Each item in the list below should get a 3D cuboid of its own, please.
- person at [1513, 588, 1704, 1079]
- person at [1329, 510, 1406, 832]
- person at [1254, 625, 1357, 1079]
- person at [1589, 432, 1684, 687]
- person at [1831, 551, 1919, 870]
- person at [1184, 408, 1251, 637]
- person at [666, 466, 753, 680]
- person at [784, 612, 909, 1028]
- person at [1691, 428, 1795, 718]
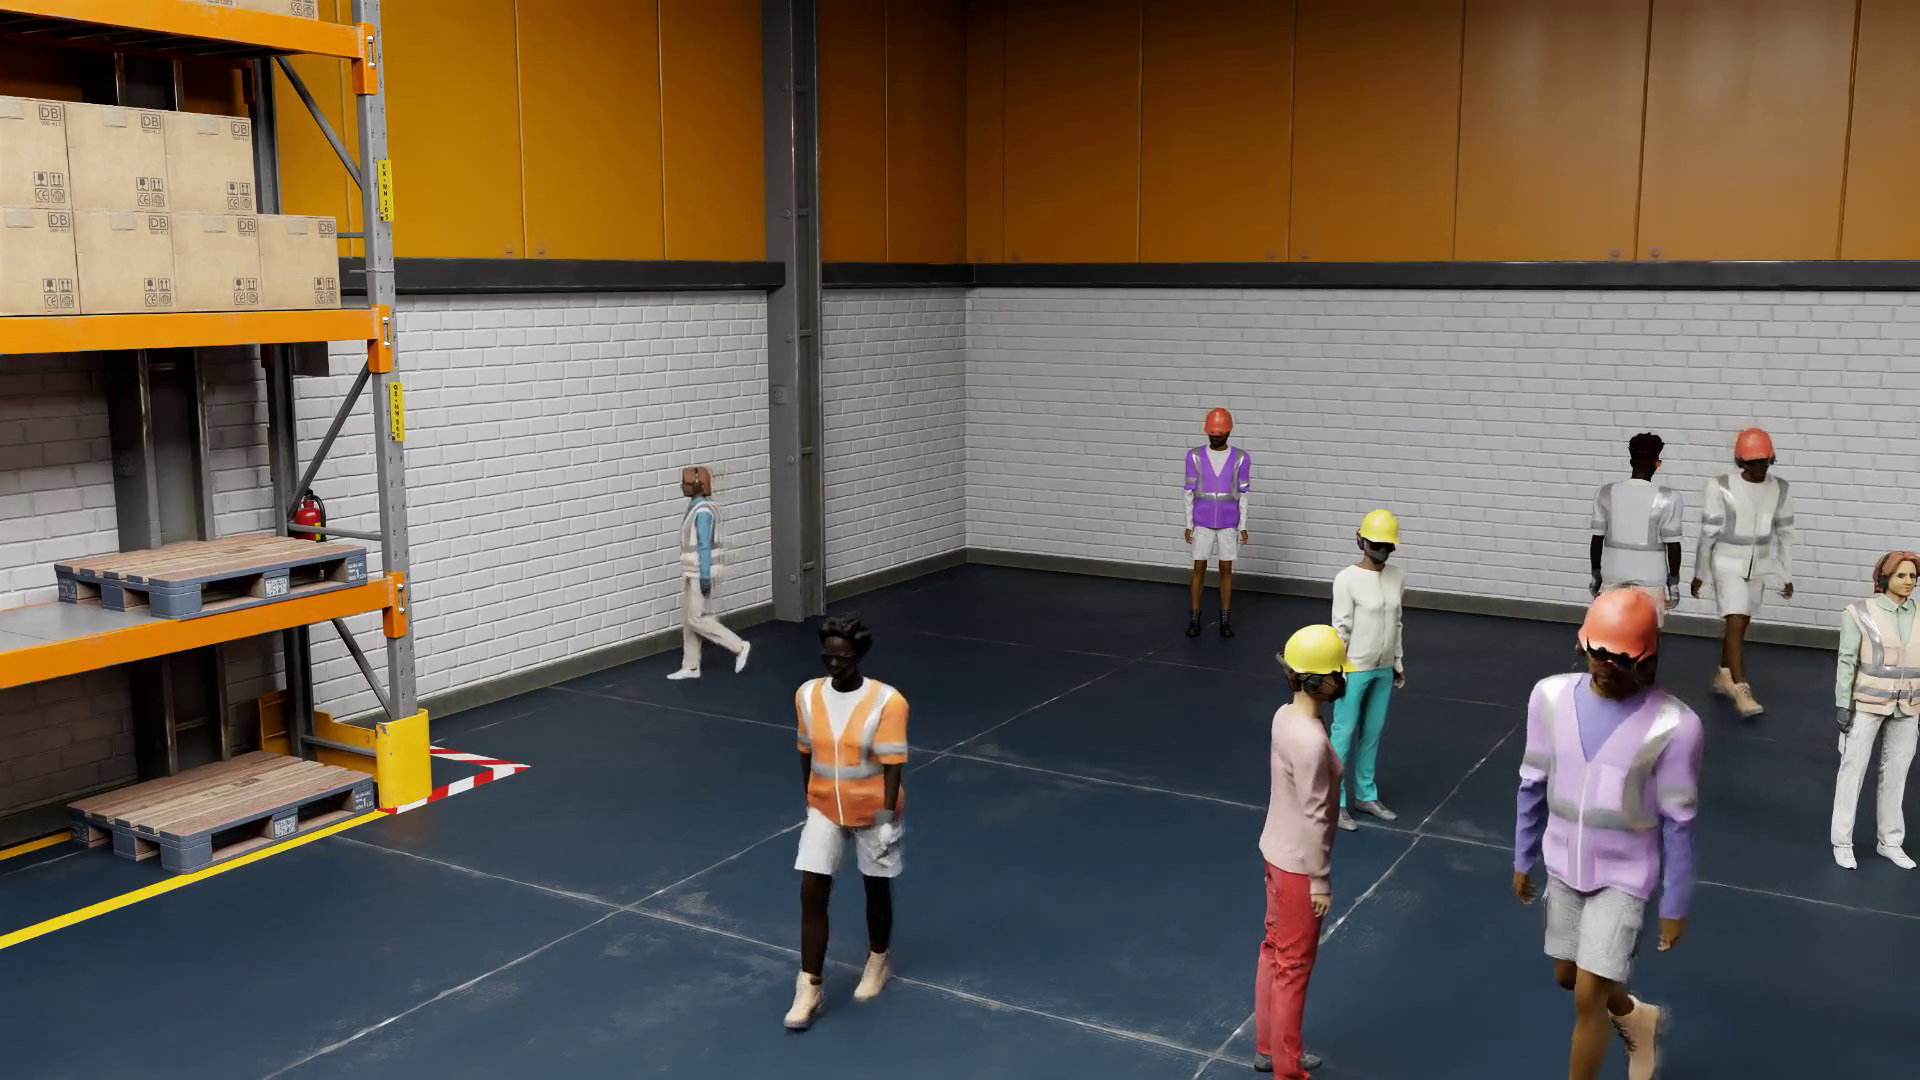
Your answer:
[{"bbox_3d":[2.273,1.119,5.784,0.848,2.006,0.619,-8,12,-39],"label":"person"},{"bbox_3d":[2.248,0.702,9.112,0.526,1.762,0.336,-6,11,-32],"label":"person"},{"bbox_3d":[1.267,1.179,6.112,0.323,1.769,0.523,0,9,0],"label":"person"},{"bbox_3d":[4.597,0.244,11.325,0.611,1.964,0.364,8,12,40],"label":"person"},{"bbox_3d":[4.710,0.862,8.476,0.515,1.645,0.309,0,9,-1],"label":"person"},{"bbox_3d":[2.138,-0.144,13.877,0.544,1.927,0.384,1,9,8],"label":"person"},{"bbox_3d":[-1.891,0.251,12.357,0.551,1.624,0.516,-2,9,-15],"label":"person"},{"bbox_3d":[-0.477,1.129,6.712,0.541,1.668,0.737,3,10,19],"label":"person"},{"bbox_3d":[5.444,0.214,11.479,0.702,1.973,0.998,0,9,-3],"label":"person"}]
